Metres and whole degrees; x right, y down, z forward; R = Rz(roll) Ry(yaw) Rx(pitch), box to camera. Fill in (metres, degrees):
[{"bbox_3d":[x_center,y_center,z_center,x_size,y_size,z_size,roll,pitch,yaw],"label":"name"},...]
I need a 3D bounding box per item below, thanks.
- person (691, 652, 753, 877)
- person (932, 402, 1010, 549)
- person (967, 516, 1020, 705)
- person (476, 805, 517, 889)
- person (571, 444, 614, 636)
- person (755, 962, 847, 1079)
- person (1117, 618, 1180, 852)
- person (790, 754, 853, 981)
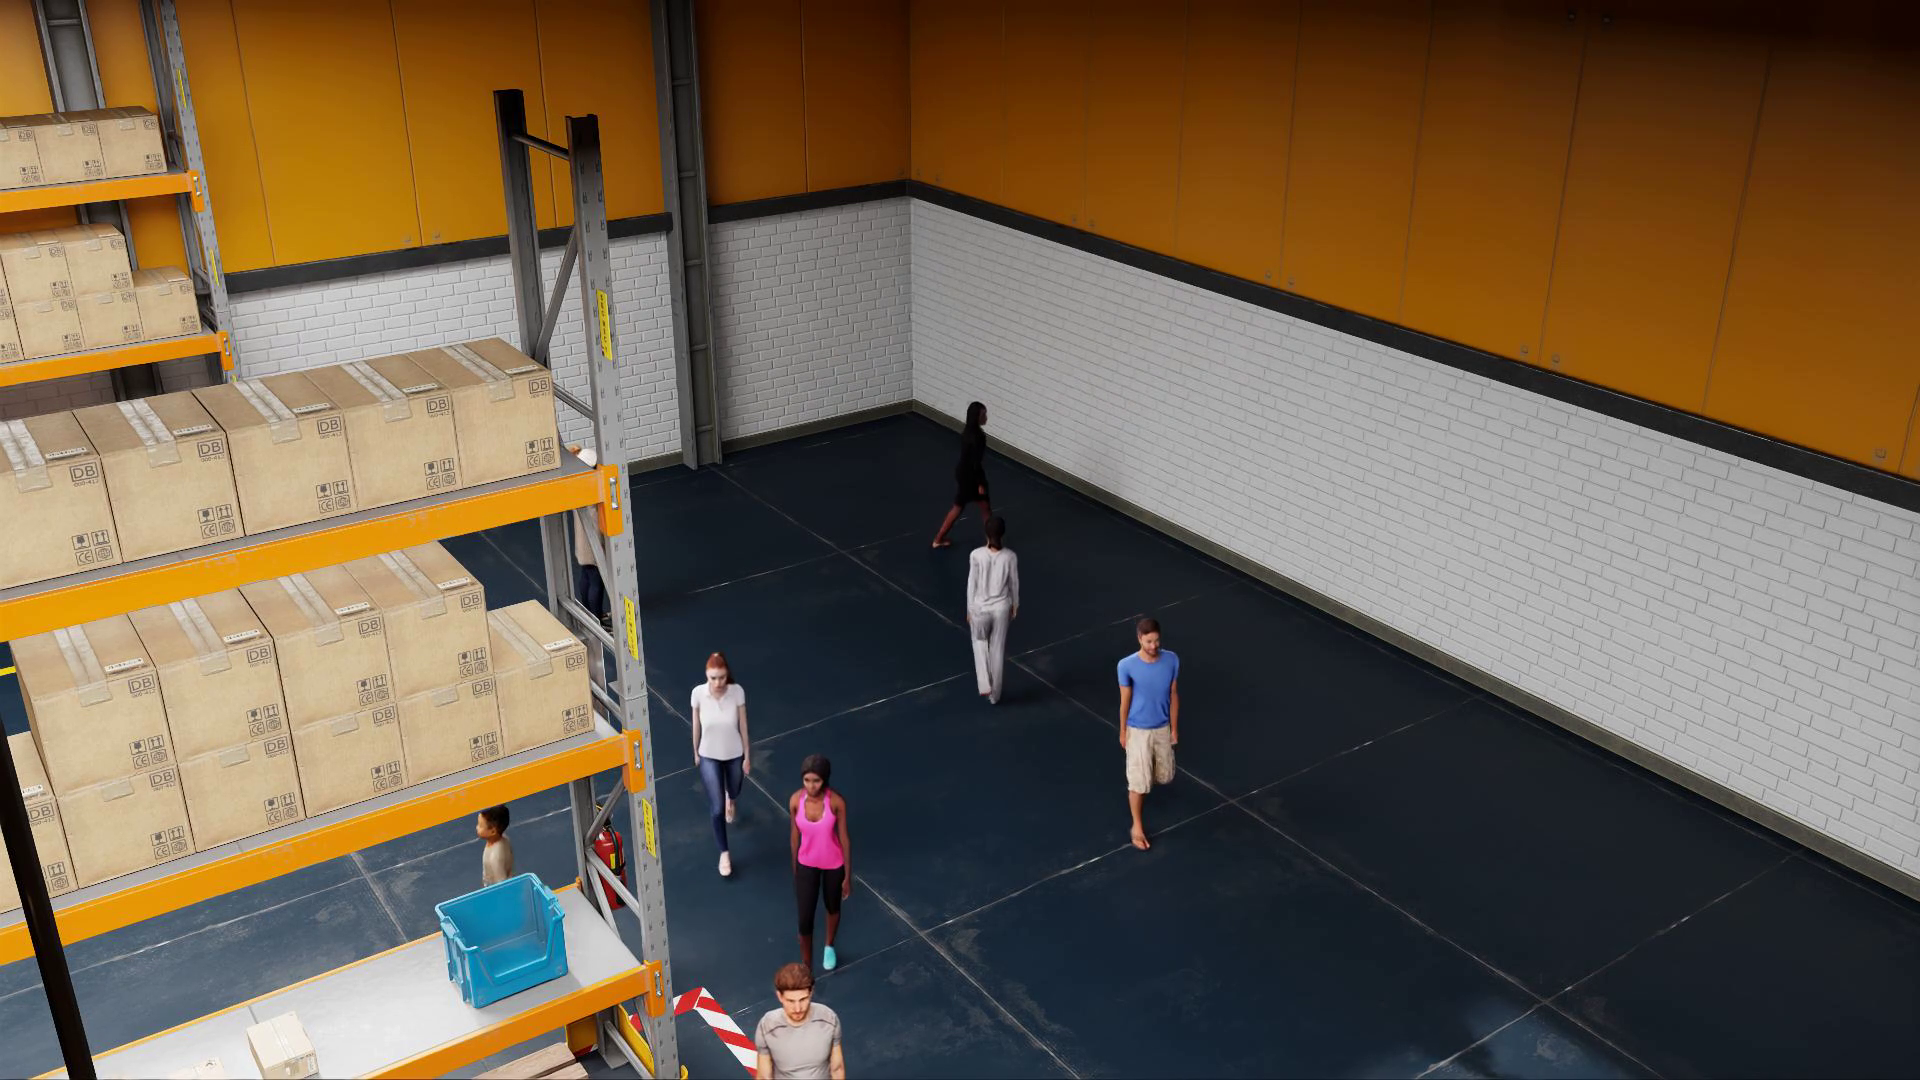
[{"bbox_3d":[-1.771,1.576,12.386,1.115,1.700,0.940,-4,24,-9],"label":"person"},{"bbox_3d":[0.040,-0.642,17.491,1.134,1.676,1.062,0,24,0],"label":"person"},{"bbox_3d":[0.276,0.651,14.426,0.735,1.760,0.808,0,24,0],"label":"person"},{"bbox_3d":[-2.911,2.356,10.917,1.061,1.448,0.782,-6,24,-13],"label":"person"},{"bbox_3d":[-3.514,-0.024,15.808,0.714,1.891,0.743,-11,26,-23],"label":"person"},{"bbox_3d":[-0.849,3.019,8.843,0.626,1.893,0.765,-5,24,-11],"label":"person"},{"bbox_3d":[1.400,1.386,12.640,1.001,1.844,0.911,-6,24,-14],"label":"person"},{"bbox_3d":[-0.905,2.128,11.119,0.857,1.702,0.883,0,24,0],"label":"person"}]
